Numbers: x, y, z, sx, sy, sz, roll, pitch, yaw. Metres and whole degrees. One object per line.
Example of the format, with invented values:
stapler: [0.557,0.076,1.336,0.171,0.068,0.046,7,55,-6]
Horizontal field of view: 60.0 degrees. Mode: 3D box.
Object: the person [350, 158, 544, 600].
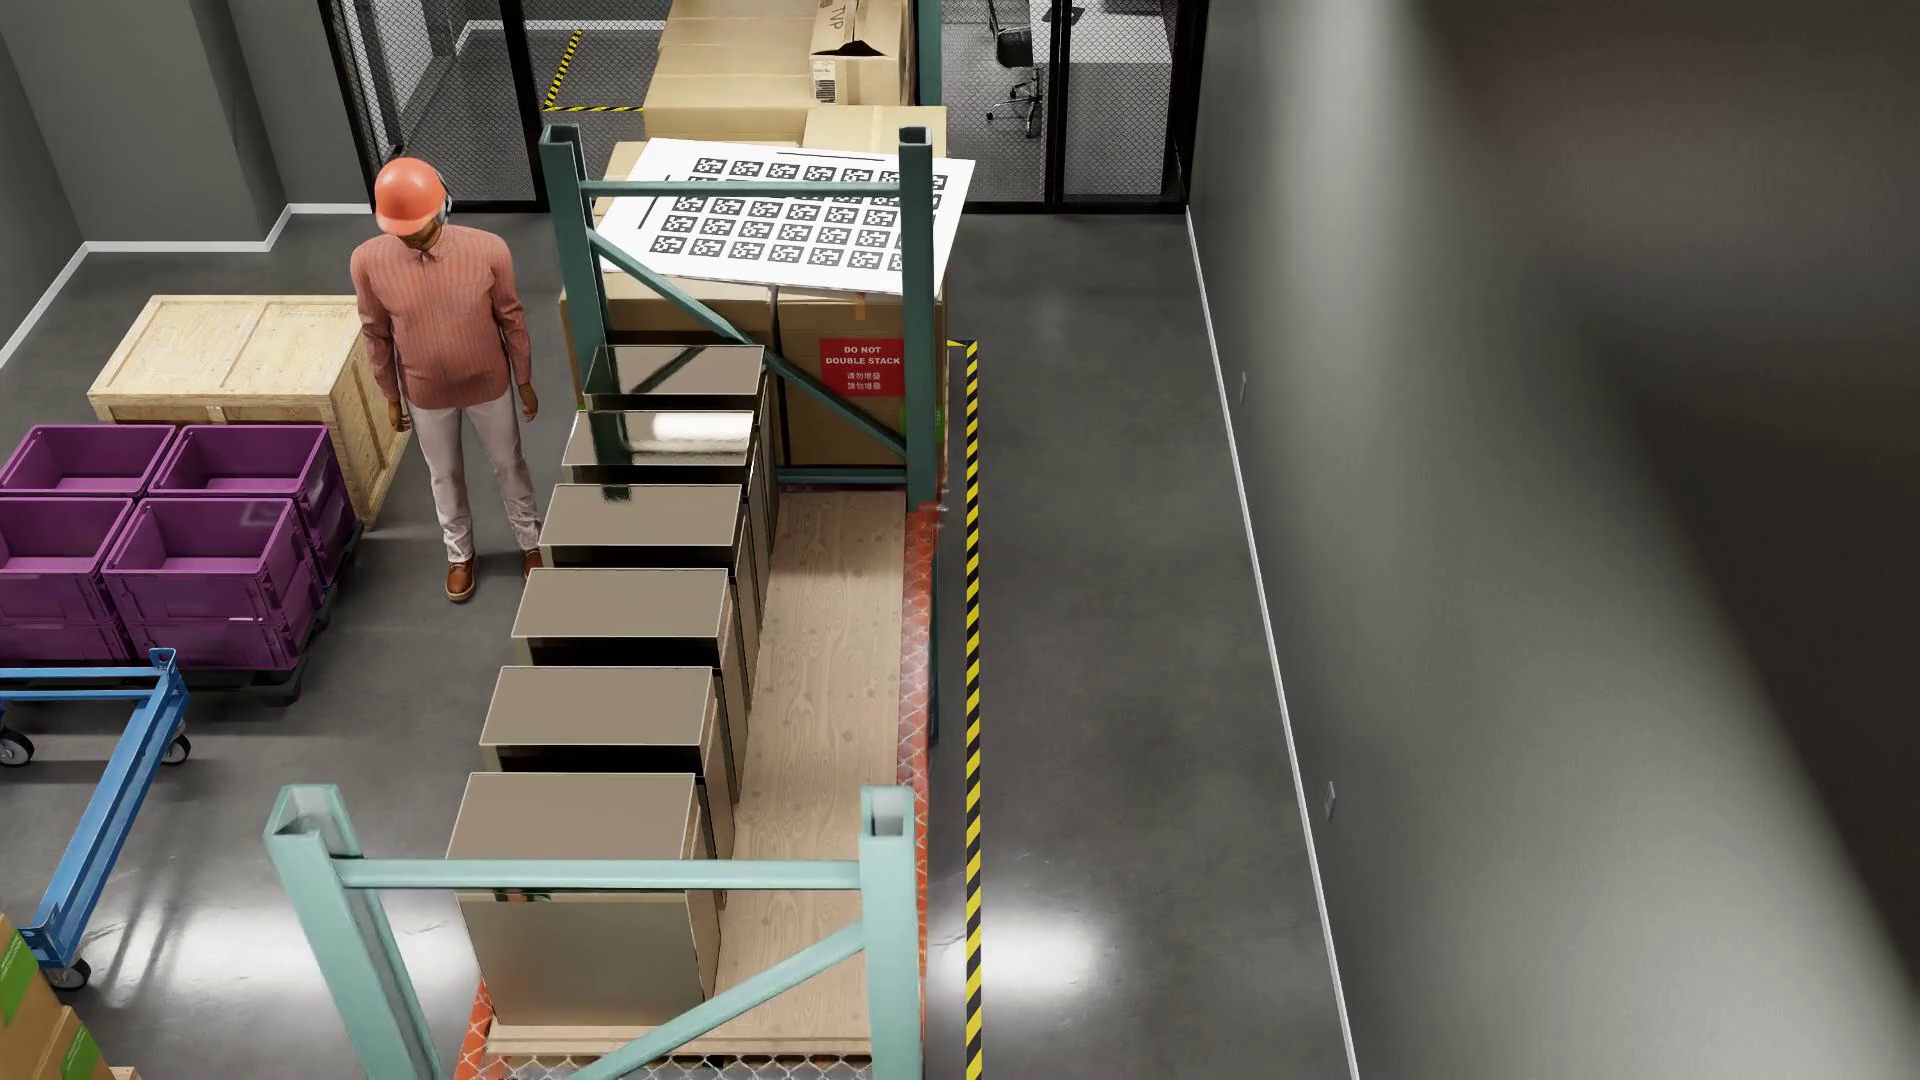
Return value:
person: [-1.978,-0.610,6.549,0.614,1.986,0.389,-9,42,-11]
